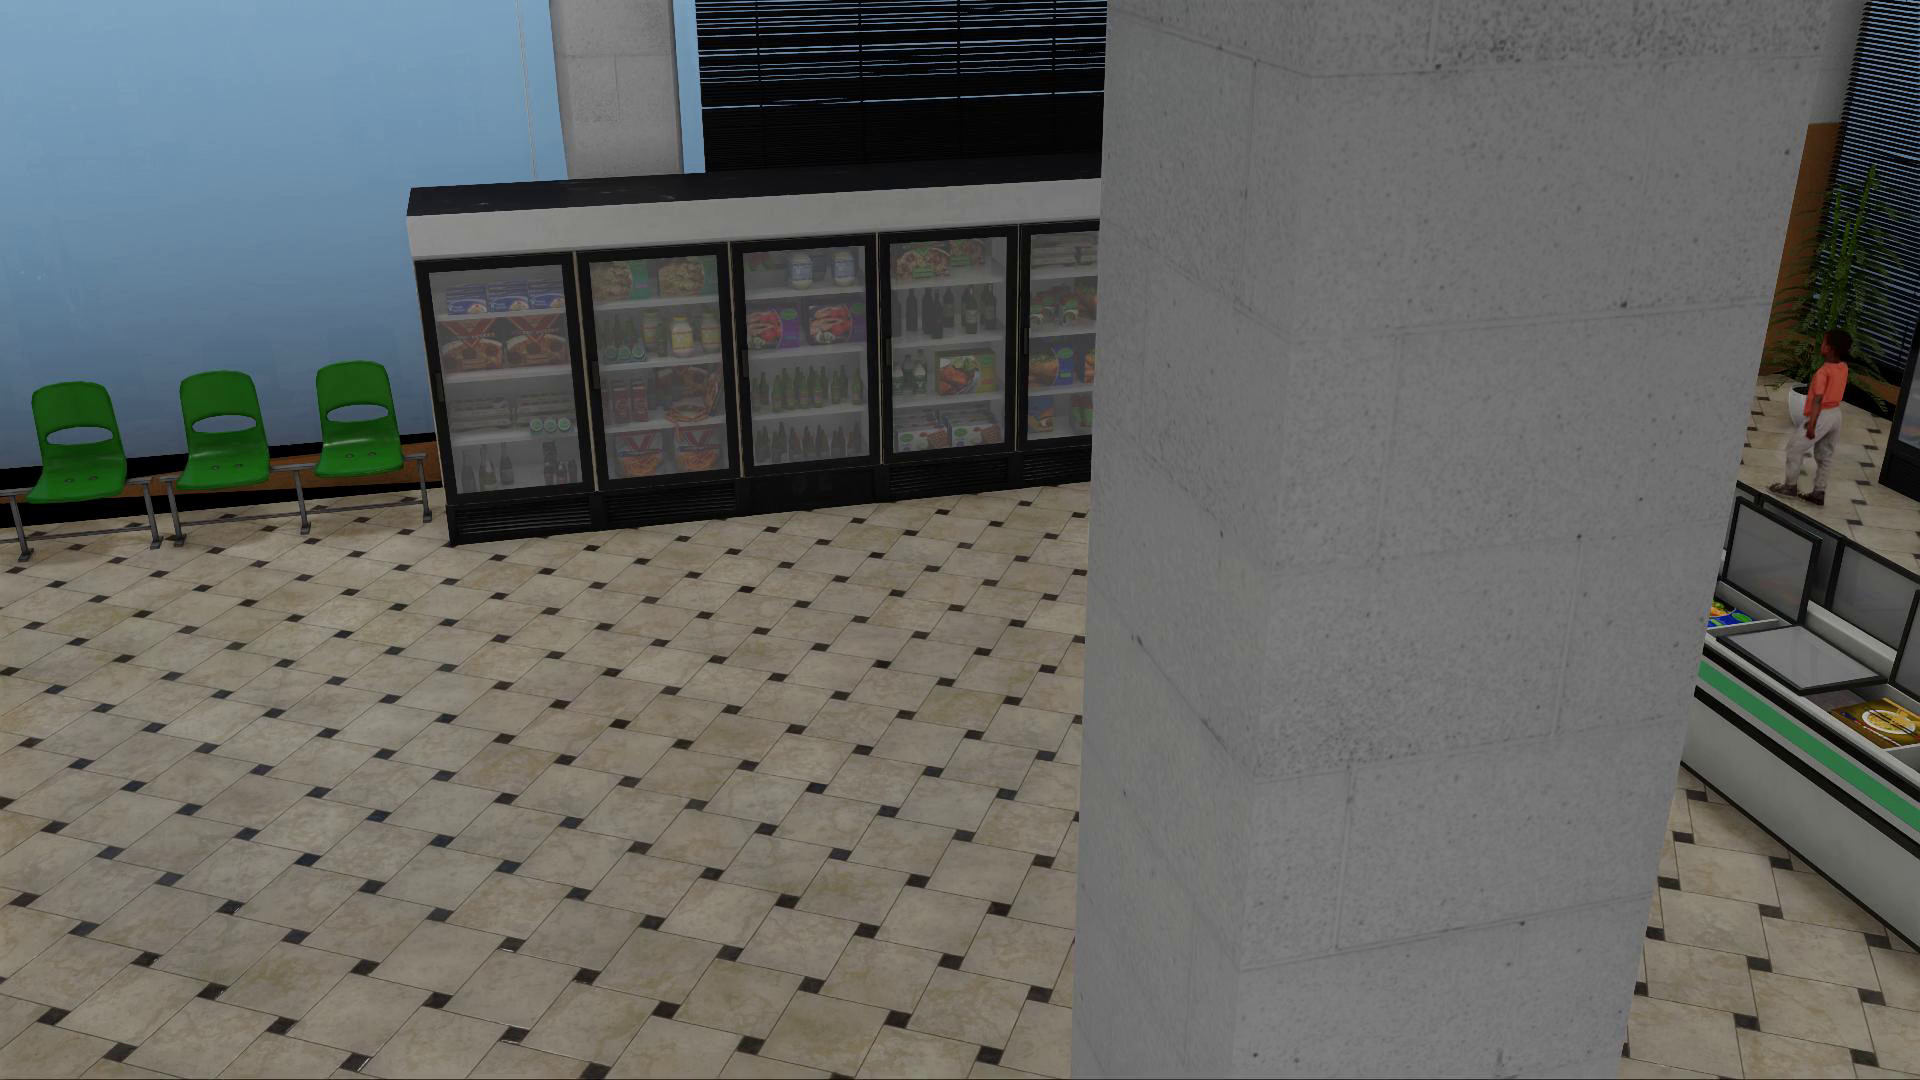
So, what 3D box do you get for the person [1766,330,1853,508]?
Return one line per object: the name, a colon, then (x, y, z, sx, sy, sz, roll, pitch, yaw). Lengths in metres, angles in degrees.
person: (6.241, -0.855, 11.938, 0.531, 1.297, 0.658, -10, 25, -21)
